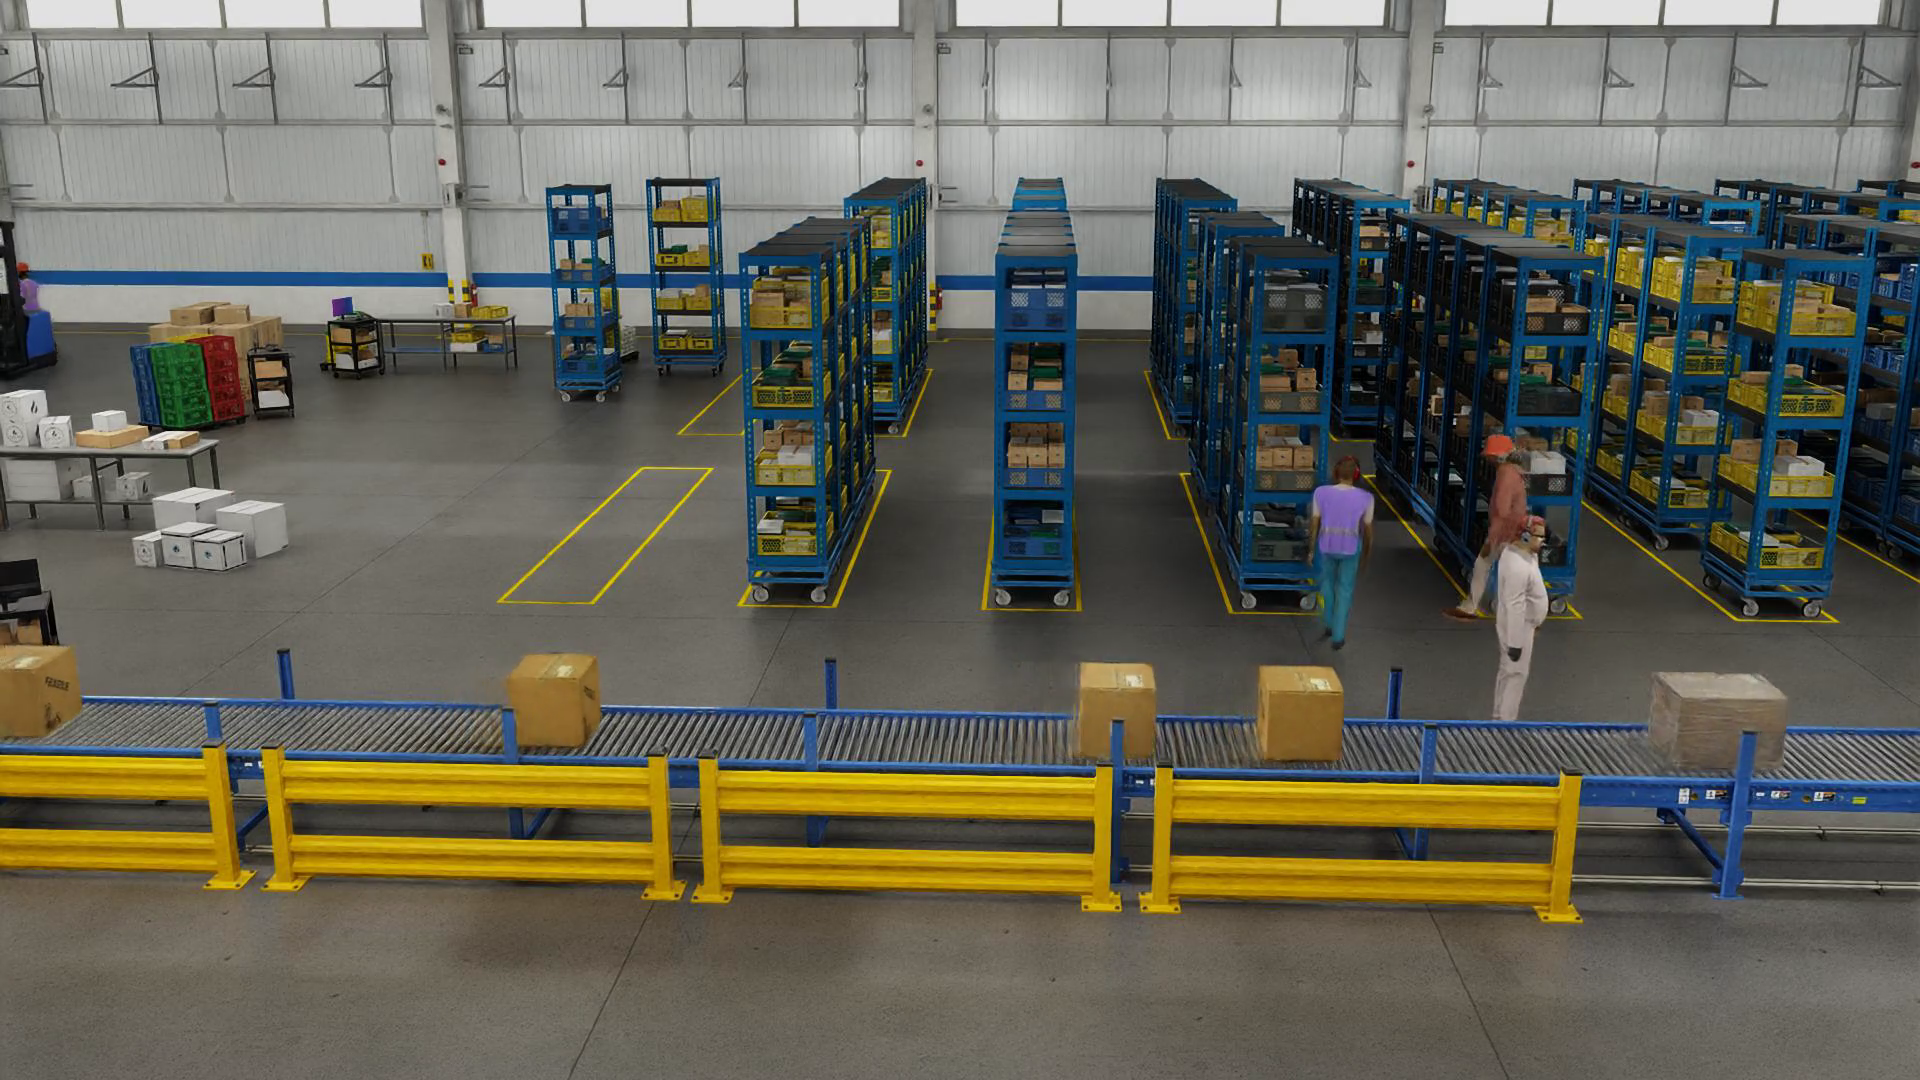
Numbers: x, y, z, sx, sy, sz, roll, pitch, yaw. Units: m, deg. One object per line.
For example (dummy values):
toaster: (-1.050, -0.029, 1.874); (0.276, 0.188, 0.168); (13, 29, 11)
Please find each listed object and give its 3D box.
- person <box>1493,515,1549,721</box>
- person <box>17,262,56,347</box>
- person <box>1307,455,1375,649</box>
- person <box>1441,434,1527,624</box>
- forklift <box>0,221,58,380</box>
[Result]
person: (4.468, 0.720, 13.277); (0.409, 1.901, 0.655); (5, 16, 17)
person: (-18.107, -4.461, 32.459); (0.644, 1.919, 0.556); (-1, 15, -4)
person: (3.633, 0.081, 15.772); (0.582, 1.819, 0.740); (7, 16, 23)
person: (5.124, -0.062, 16.047); (0.942, 1.948, 0.629); (3, 15, 13)
forklift: (-17.773, -4.459, 30.636); (1.129, 2.768, 1.873); (0, 15, -1)
